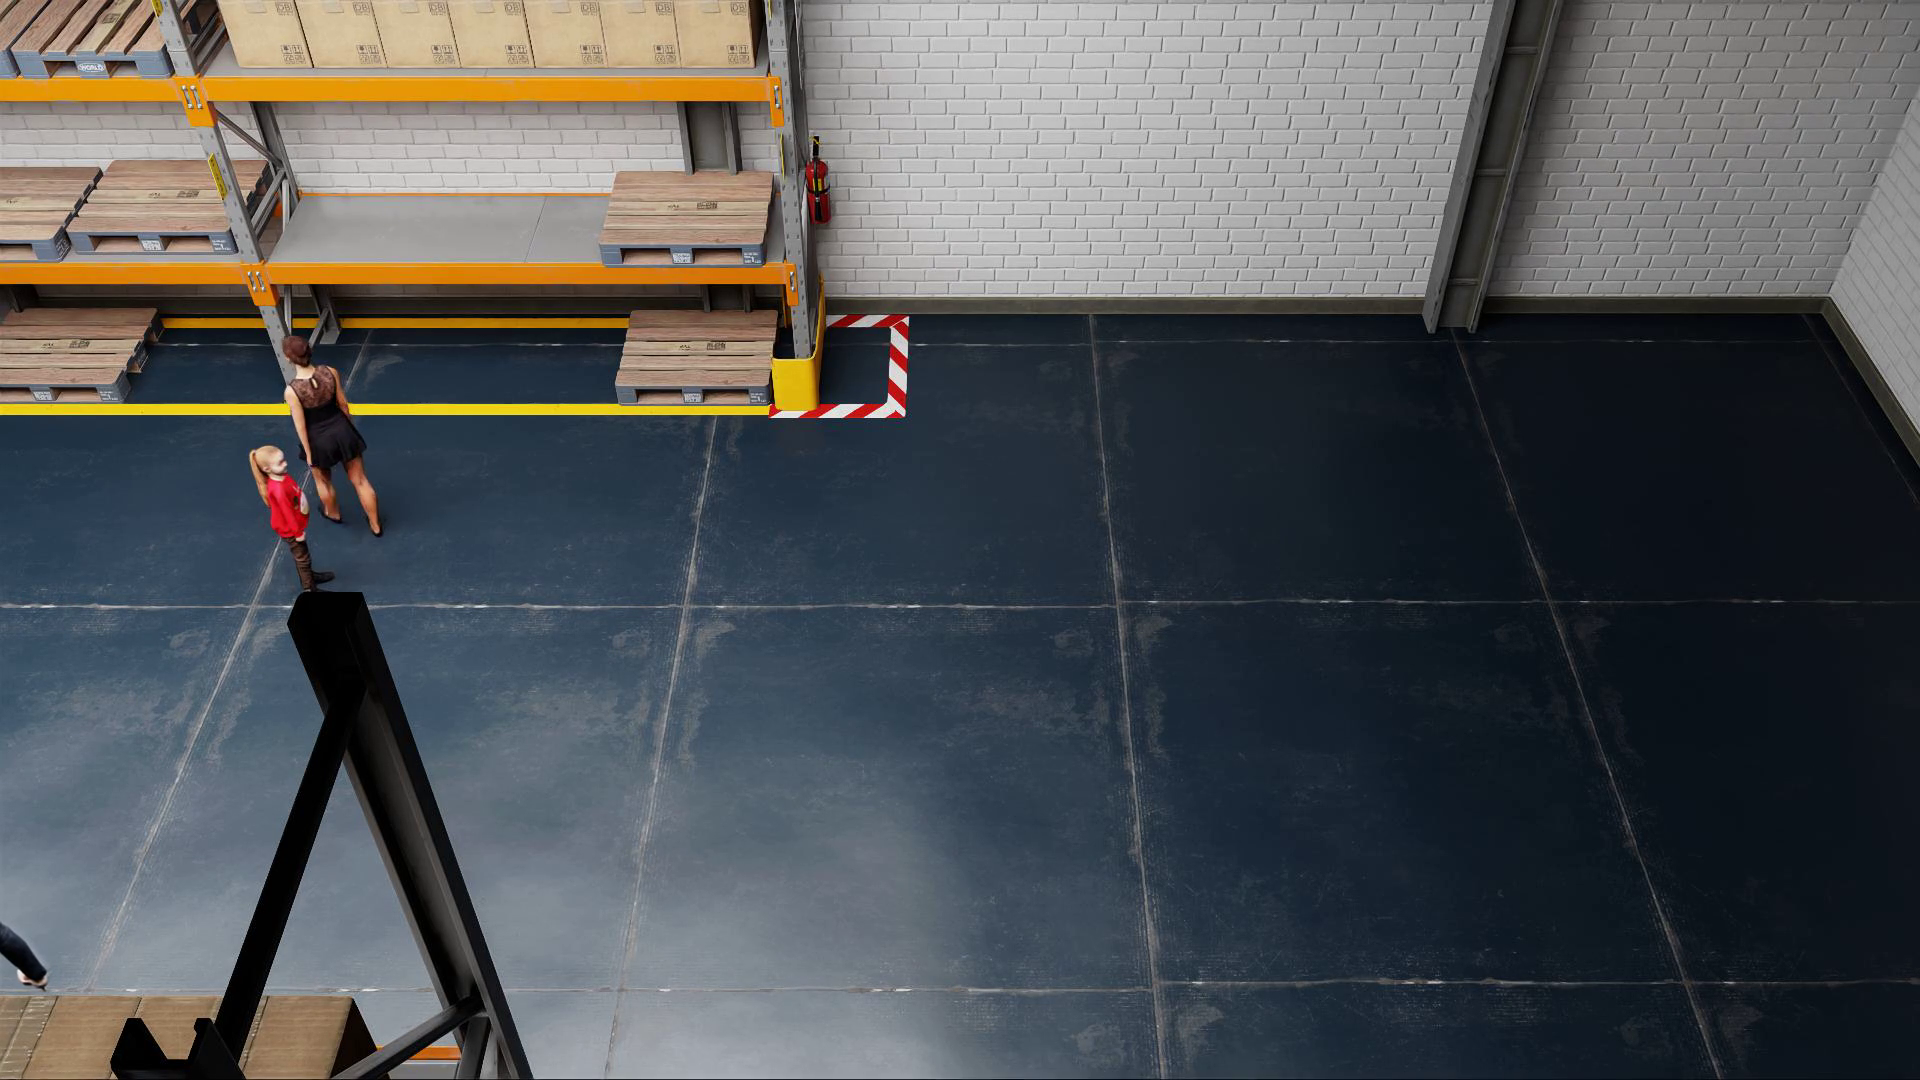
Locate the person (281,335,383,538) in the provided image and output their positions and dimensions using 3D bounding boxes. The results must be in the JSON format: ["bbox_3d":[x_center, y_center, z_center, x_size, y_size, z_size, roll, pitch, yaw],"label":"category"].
[{"bbox_3d":[-4.338,-0.674,11.500,0.910,1.663,0.846,33,53,30],"label":"person"}]

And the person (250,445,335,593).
[{"bbox_3d":[-4.492,-0.114,11.190,0.583,1.281,0.562,-16,46,-16],"label":"person"}]
